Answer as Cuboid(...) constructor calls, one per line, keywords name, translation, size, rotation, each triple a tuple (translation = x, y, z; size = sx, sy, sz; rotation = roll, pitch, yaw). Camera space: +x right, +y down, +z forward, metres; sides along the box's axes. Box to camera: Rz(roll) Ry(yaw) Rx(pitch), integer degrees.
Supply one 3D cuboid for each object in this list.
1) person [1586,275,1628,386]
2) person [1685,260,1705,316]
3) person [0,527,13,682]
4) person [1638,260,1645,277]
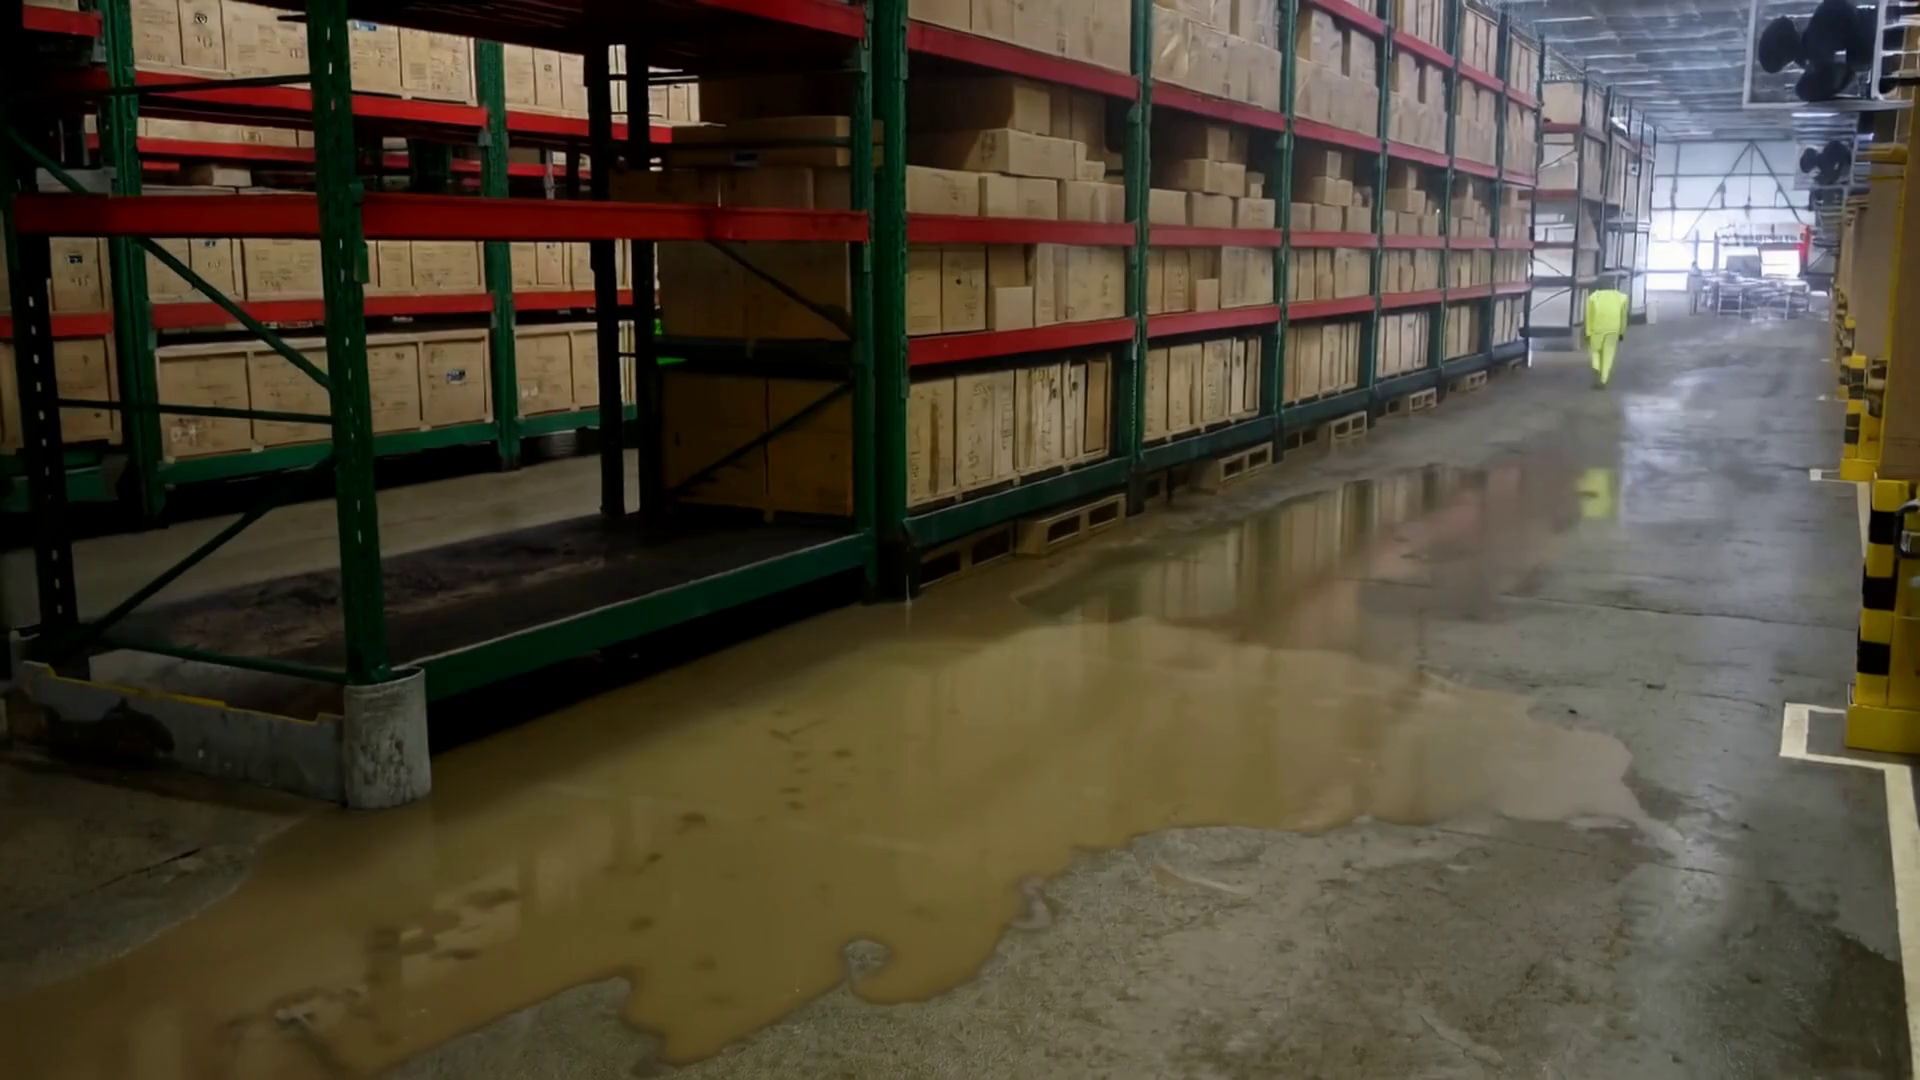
Cuboid(name="person", translation=(10.604, -3.442, 27.335), size=(0.645, 1.816, 0.707), rotation=(2, 10, 14))
Cuboid(name="person", translation=(25.306, -8.667, 57.296), size=(0.649, 1.920, 0.444), rotation=(7, 12, 36))
Cuboid(name="person", translation=(-4.964, -0.130, 8.050), size=(0.569, 1.867, 1.032), rotation=(4, 10, 20))
Cuboid(name="person", translation=(33.711, -12.974, 82.183), size=(0.358, 1.937, 0.636), rotation=(5, 11, 26))
